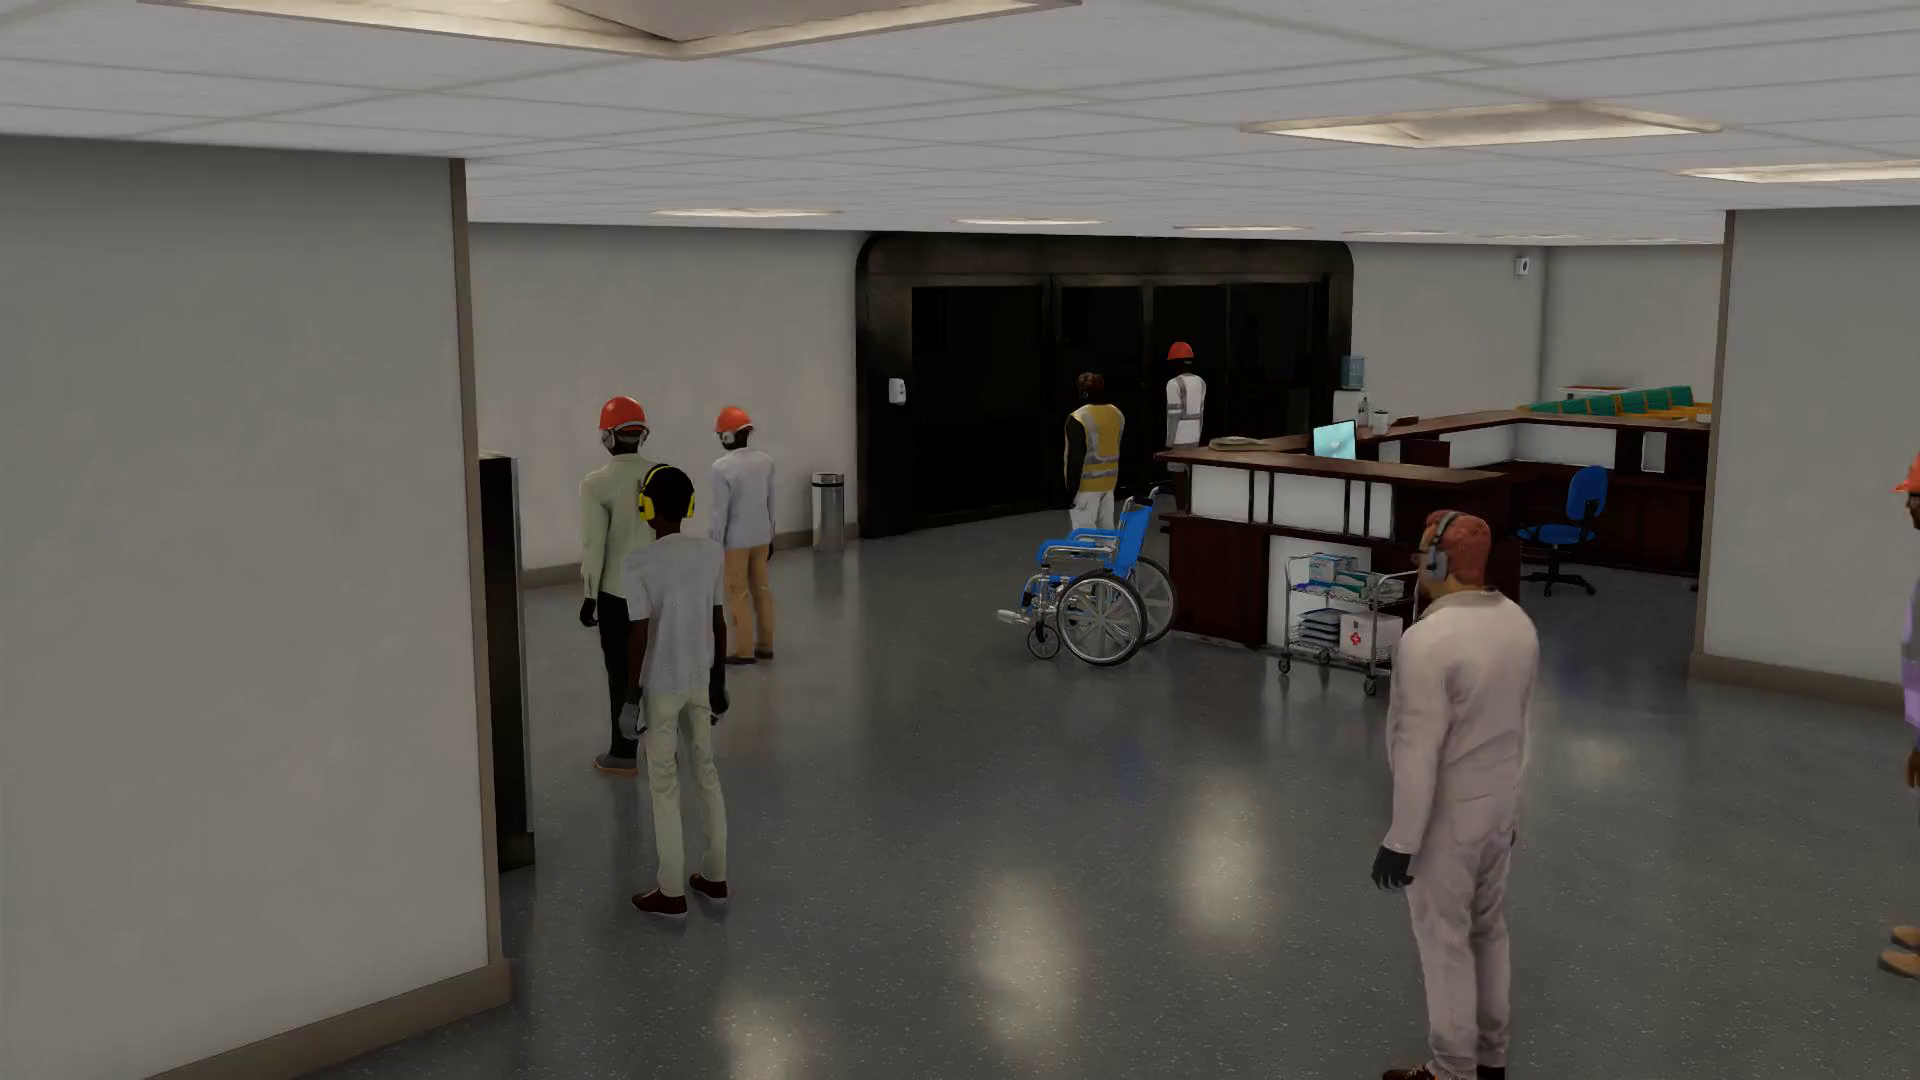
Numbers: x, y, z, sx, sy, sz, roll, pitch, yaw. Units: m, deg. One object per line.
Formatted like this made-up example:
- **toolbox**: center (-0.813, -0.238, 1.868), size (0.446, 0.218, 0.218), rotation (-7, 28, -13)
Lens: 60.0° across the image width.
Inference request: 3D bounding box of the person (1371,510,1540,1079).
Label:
- **person**: center (1.572, 0.859, 5.336), size (0.690, 1.895, 0.444), rotation (-8, 12, -41)

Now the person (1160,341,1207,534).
- **person**: center (2.214, -1.021, 16.696), size (0.378, 1.932, 0.551), rotation (9, 13, 43)

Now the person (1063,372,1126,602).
- **person**: center (1.041, -0.420, 13.298), size (0.429, 1.841, 0.633), rotation (9, 13, 43)

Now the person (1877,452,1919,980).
- **person**: center (3.649, 0.649, 6.212), size (0.445, 2.029, 0.644), rotation (7, 12, 38)

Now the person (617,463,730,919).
- **person**: center (-1.177, 0.618, 6.845), size (0.310, 1.868, 0.533), rotation (9, 13, 43)

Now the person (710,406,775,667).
- **person**: center (-1.475, -0.021, 11.173), size (0.389, 1.742, 0.583), rotation (7, 12, 36)

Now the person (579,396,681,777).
- **person**: center (-1.742, 0.240, 8.775), size (0.396, 1.992, 0.622), rotation (9, 13, 43)
